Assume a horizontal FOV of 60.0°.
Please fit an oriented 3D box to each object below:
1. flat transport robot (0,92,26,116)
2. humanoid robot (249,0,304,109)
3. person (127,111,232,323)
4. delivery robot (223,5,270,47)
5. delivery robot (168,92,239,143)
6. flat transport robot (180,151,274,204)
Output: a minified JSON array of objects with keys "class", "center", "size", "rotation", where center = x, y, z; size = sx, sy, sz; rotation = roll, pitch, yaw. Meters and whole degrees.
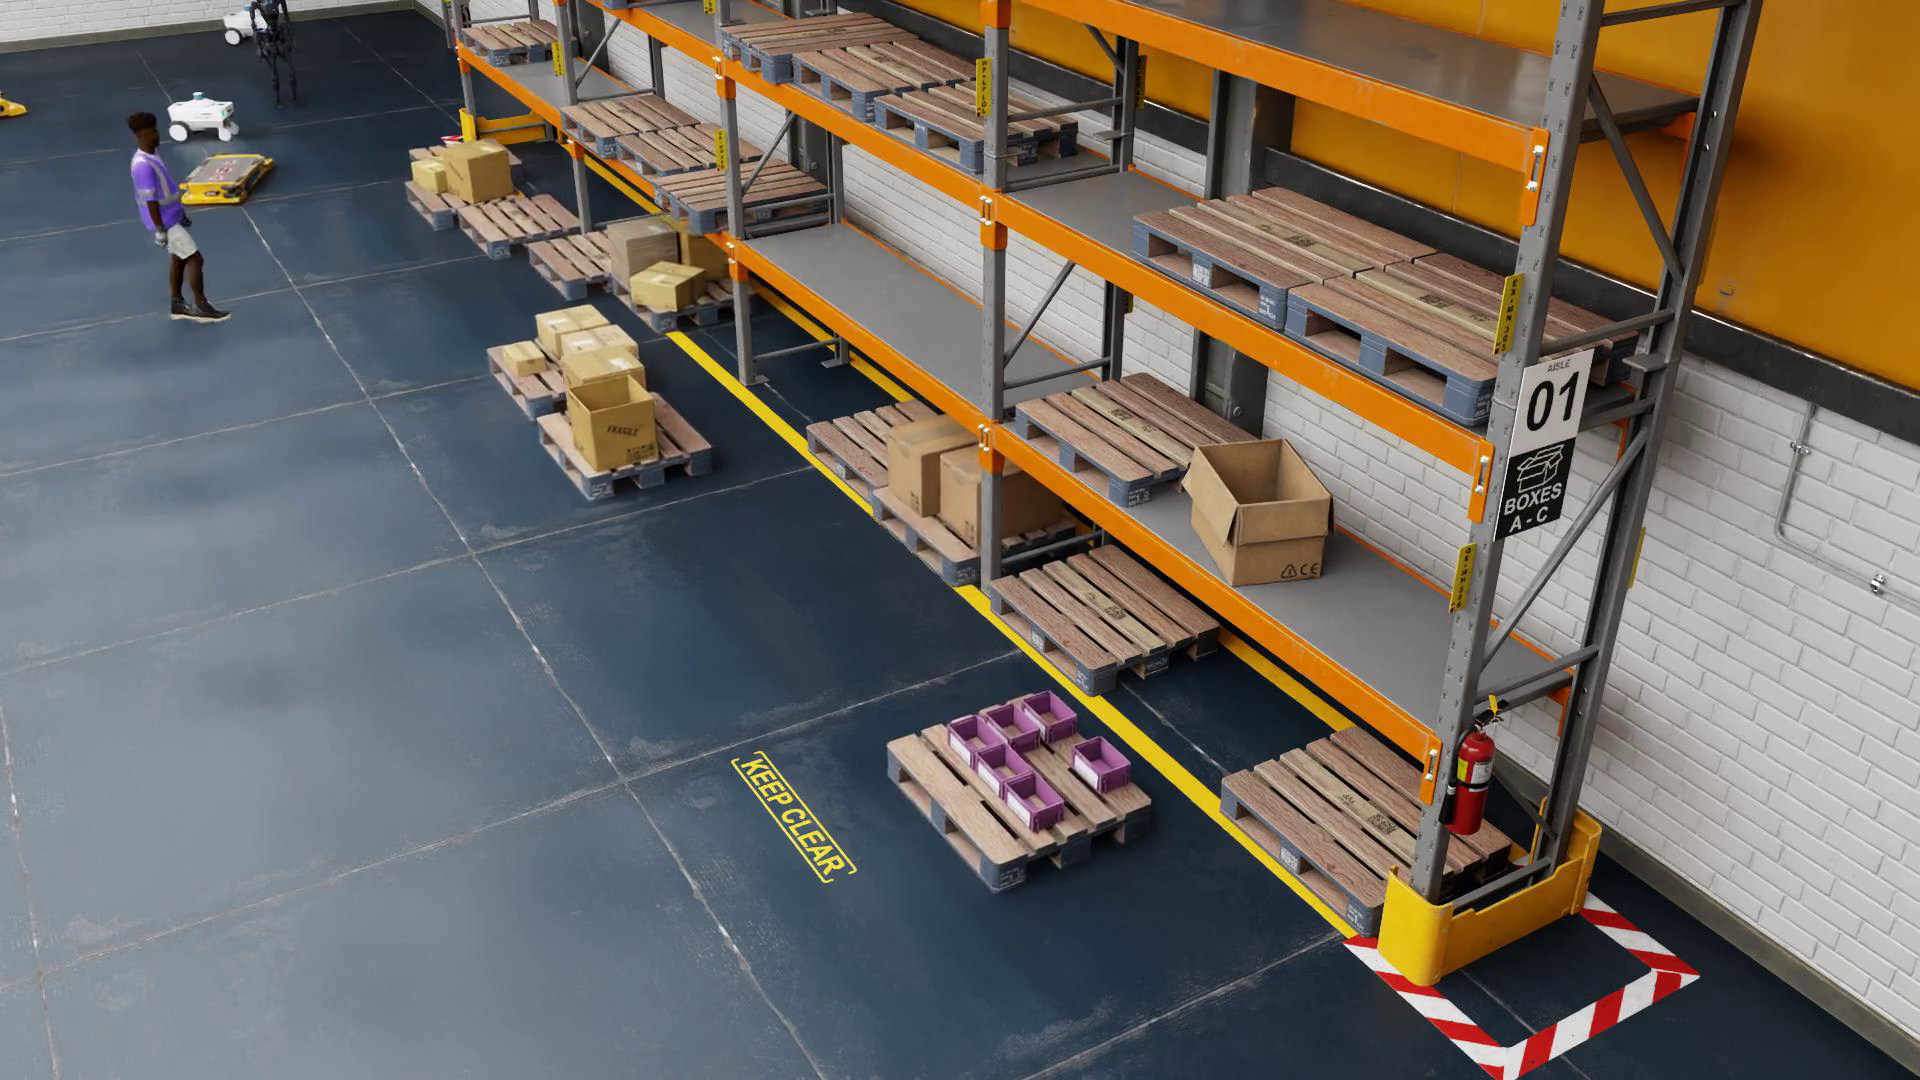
[{"class":"flat transport robot","center":[-12.816,-5.440,21.235],"size":[0.659,0.231,1.431],"rotation":[20,35,32]},{"class":"humanoid robot","center":[-8.902,-6.472,21.625],"size":[0.306,1.654,0.616],"rotation":[21,36,32]},{"class":"person","center":[-7.072,-2.917,15.082],"size":[0.639,1.930,0.628],"rotation":[-10,31,-17]},{"class":"delivery robot","center":[-10.682,-7.721,24.990],"size":[0.782,0.611,0.511],"rotation":[-1,30,-2]},{"class":"delivery robot","center":[-9.371,-5.228,20.563],"size":[0.788,0.587,0.499],"rotation":[-1,30,-1]},{"class":"flat transport robot","center":[-8.332,-4.117,18.899],"size":[0.659,0.231,1.431],"rotation":[-3,30,-5]}]
